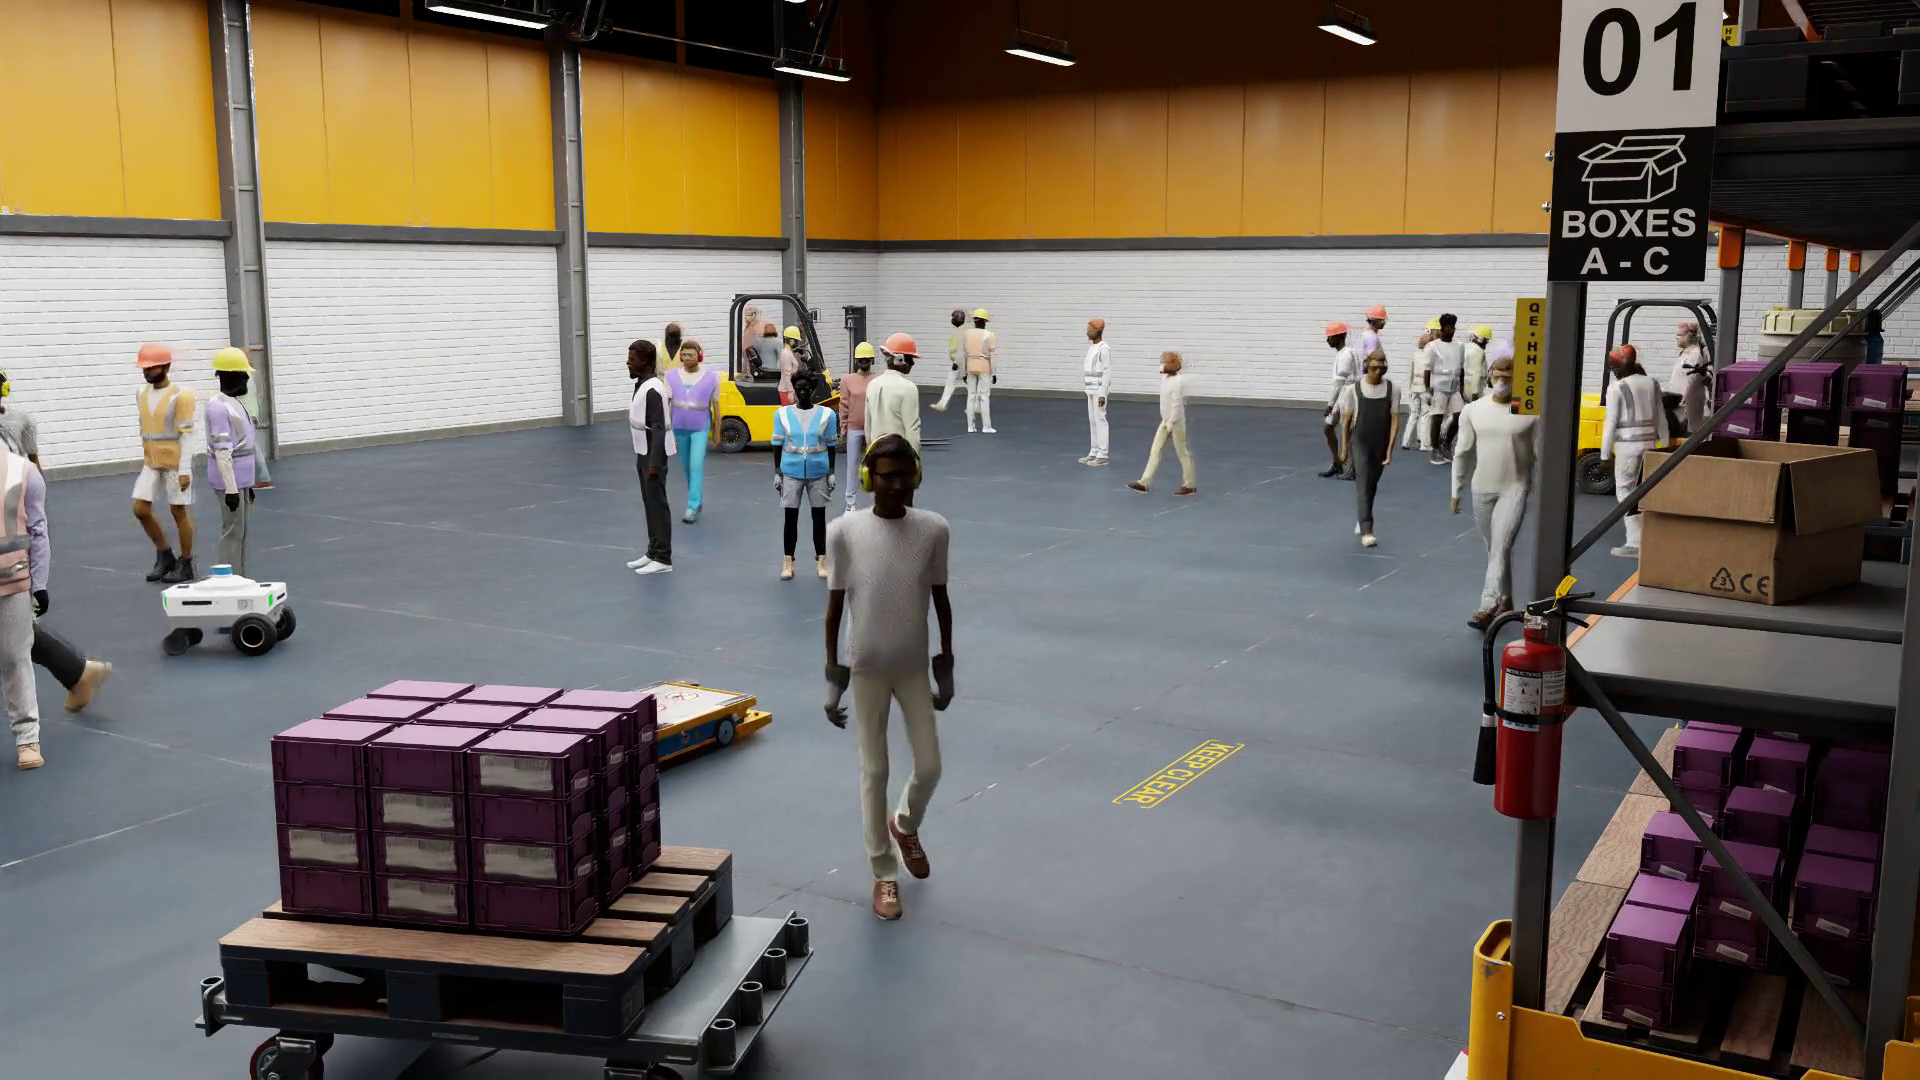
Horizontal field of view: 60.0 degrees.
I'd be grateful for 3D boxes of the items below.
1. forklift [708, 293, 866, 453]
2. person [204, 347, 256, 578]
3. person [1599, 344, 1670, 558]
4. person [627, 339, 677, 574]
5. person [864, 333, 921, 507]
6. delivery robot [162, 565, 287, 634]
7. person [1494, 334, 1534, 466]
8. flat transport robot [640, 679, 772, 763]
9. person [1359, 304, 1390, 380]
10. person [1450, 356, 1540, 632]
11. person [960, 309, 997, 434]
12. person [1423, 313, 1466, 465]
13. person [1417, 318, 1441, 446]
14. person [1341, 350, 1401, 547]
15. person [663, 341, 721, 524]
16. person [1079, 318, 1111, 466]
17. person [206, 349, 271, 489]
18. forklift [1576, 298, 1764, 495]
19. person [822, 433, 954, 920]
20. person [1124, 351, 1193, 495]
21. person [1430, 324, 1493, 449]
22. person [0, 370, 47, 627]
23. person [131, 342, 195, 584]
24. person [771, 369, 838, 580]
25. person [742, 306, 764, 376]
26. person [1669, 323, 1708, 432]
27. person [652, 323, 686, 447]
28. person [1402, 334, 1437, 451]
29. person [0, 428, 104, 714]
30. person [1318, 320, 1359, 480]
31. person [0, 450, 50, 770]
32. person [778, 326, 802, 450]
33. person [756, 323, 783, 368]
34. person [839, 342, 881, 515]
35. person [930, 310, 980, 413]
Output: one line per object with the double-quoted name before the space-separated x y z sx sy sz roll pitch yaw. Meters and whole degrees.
"forklift" -2.458 -2.344 23.176 2.313 2.155 1.214 0 9 -2
"person" -5.249 -0.431 12.061 0.361 1.929 0.587 -2 9 -14
"person" 5.838 -0.761 14.369 0.643 1.848 0.443 -4 10 -23
"person" -2.538 -0.683 13.665 0.399 1.920 0.590 -3 10 -19
"person" -0.503 -0.636 13.160 0.401 1.986 0.612 -7 12 -39
"delivery robot" -4.786 0.404 10.833 0.707 0.478 0.477 -1 9 -6
"person" 7.210 -1.917 21.589 0.635 1.856 1.035 1 9 5
"flat transport robot" -1.647 0.969 8.482 0.652 0.197 1.431 5 10 30
"person" 5.614 -2.171 22.573 0.393 2.039 0.615 1 9 7
"person" 3.750 -0.335 11.593 0.645 1.884 1.049 6 11 35
"person" 0.298 -2.591 25.581 0.585 1.917 0.381 4 10 25
"person" 6.252 -1.941 21.391 0.658 1.948 0.455 -3 10 -19
"person" 6.743 -2.268 23.839 0.404 1.829 0.592 5 10 29
"person" 3.757 -0.860 15.267 0.497 1.782 1.044 0 9 2
"person" -2.682 -1.097 16.645 0.589 1.800 0.988 1 9 7
"person" 1.746 -1.888 21.287 0.344 1.883 0.585 -2 9 -14
"person" -8.261 -1.369 18.918 0.817 1.589 0.526 0 9 -2
"forklift" 7.954 -1.589 18.462 2.313 2.155 1.214 5 11 30
"person" -0.280 0.509 6.432 0.549 1.853 0.495 -2 9 -13
"person" 2.233 -1.270 18.303 0.818 1.589 0.526 -3 10 -17
"person" 7.002 -2.097 22.977 0.904 1.769 0.656 -1 9 -5
"person" -6.332 -0.228 10.974 0.531 1.870 0.317 -2 9 -15
"person" -6.272 -0.594 13.093 0.567 1.917 0.518 3 10 19
"person" -1.244 -0.523 13.358 0.535 1.697 0.318 -1 9 -6
"person" -3.642 -3.106 28.876 0.434 1.881 0.683 -4 10 -22
"person" 8.449 -1.613 19.604 0.855 1.873 0.667 2 9 15
"person" -4.042 -2.138 23.231 0.697 1.763 0.998 -2 9 -10
"person" 6.369 -2.025 23.000 0.440 1.639 0.561 -4 10 -26
"person" -5.262 -0.002 9.037 0.911 2.000 0.678 -5 10 -29
"person" 4.507 -1.643 19.727 0.660 1.900 0.549 1 9 5
"person" -4.815 0.234 8.178 0.626 1.845 0.429 -4 10 -25
"person" -2.252 -1.954 22.100 0.328 1.759 0.523 -1 9 -6
"person" -3.177 -2.882 28.339 0.559 1.602 0.719 5 11 30
"person" -0.962 -1.117 16.844 0.523 1.769 0.315 -1 9 -4
"person" -0.080 -3.115 29.204 0.947 1.801 0.632 -3 9 -16
